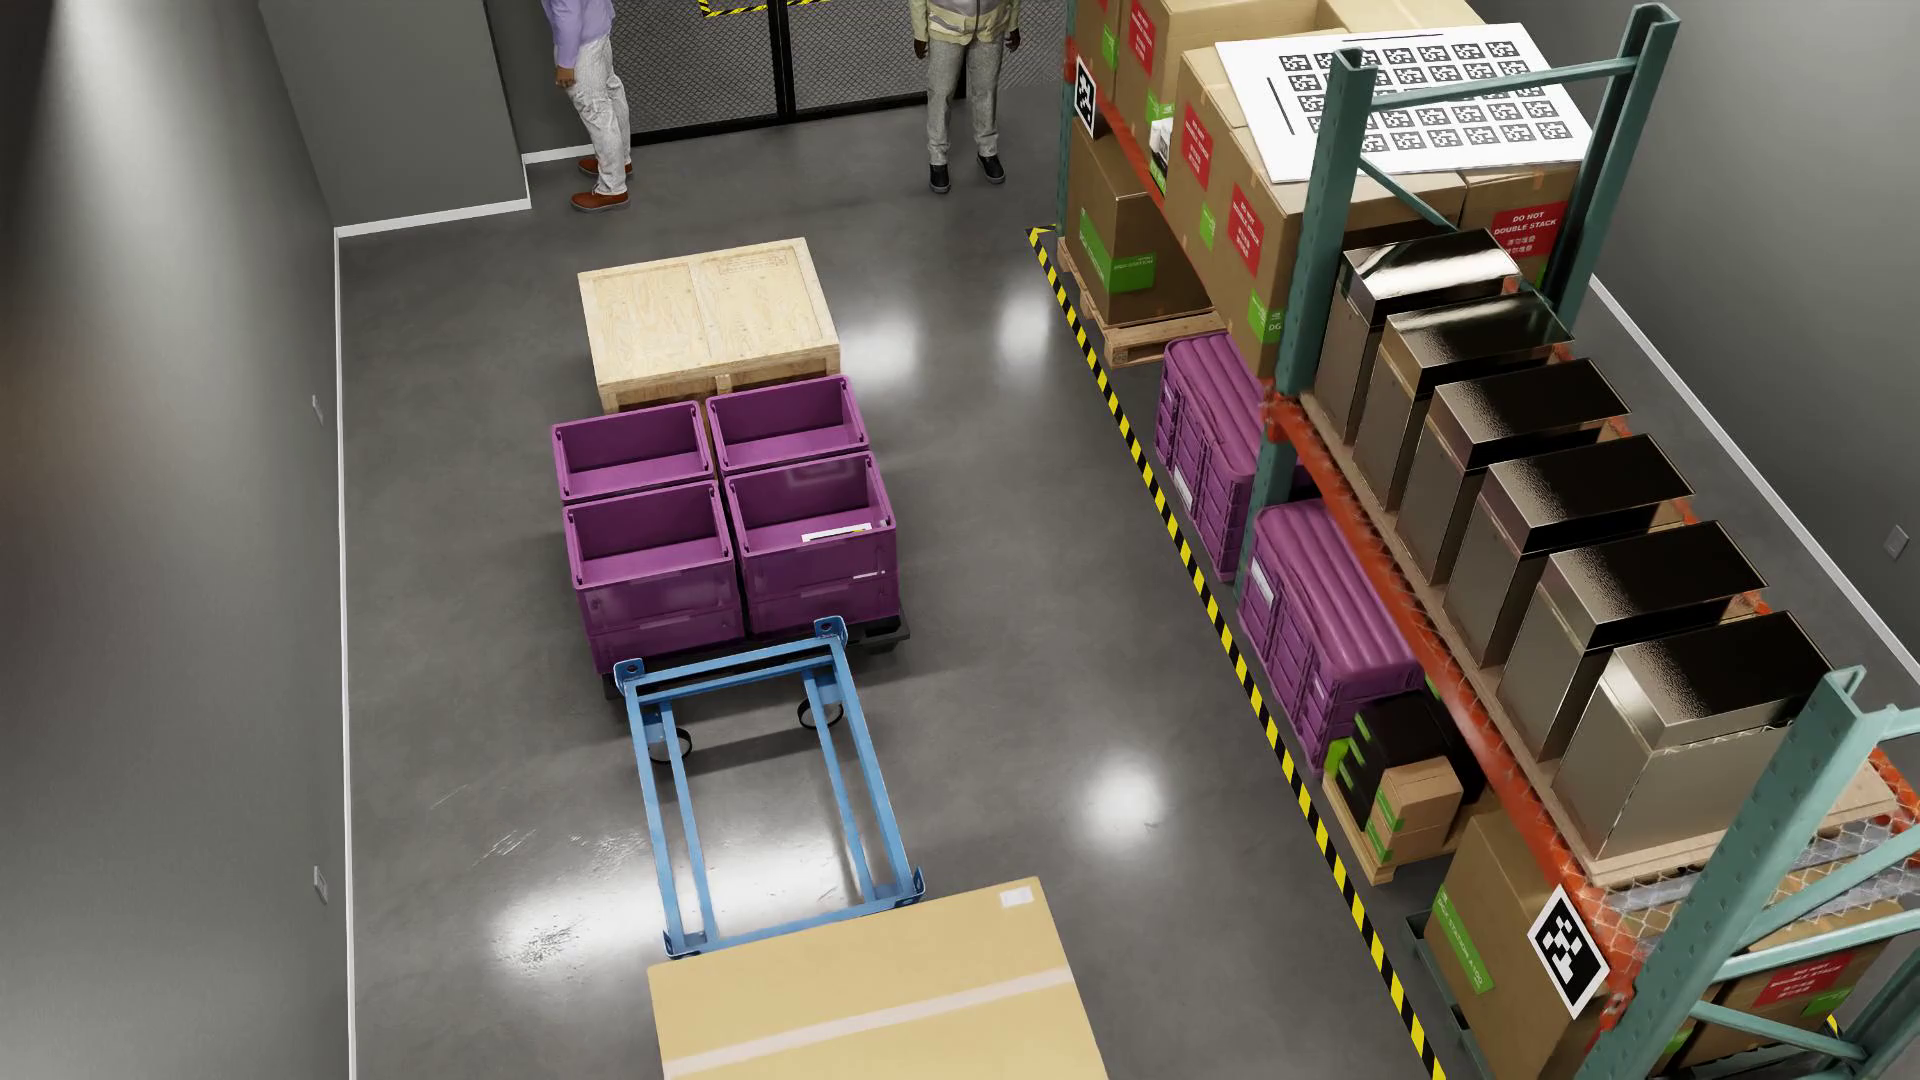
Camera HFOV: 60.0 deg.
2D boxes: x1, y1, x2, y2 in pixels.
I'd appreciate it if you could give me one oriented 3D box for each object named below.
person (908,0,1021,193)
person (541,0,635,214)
[{"bbox_3d":[0.036,-2.603,8.347,0.589,1.833,0.404,-11,48,-10],"label":"person"},{"bbox_3d":[-1.885,-2.510,8.192,0.372,1.940,0.627,1,47,1],"label":"person"}]
